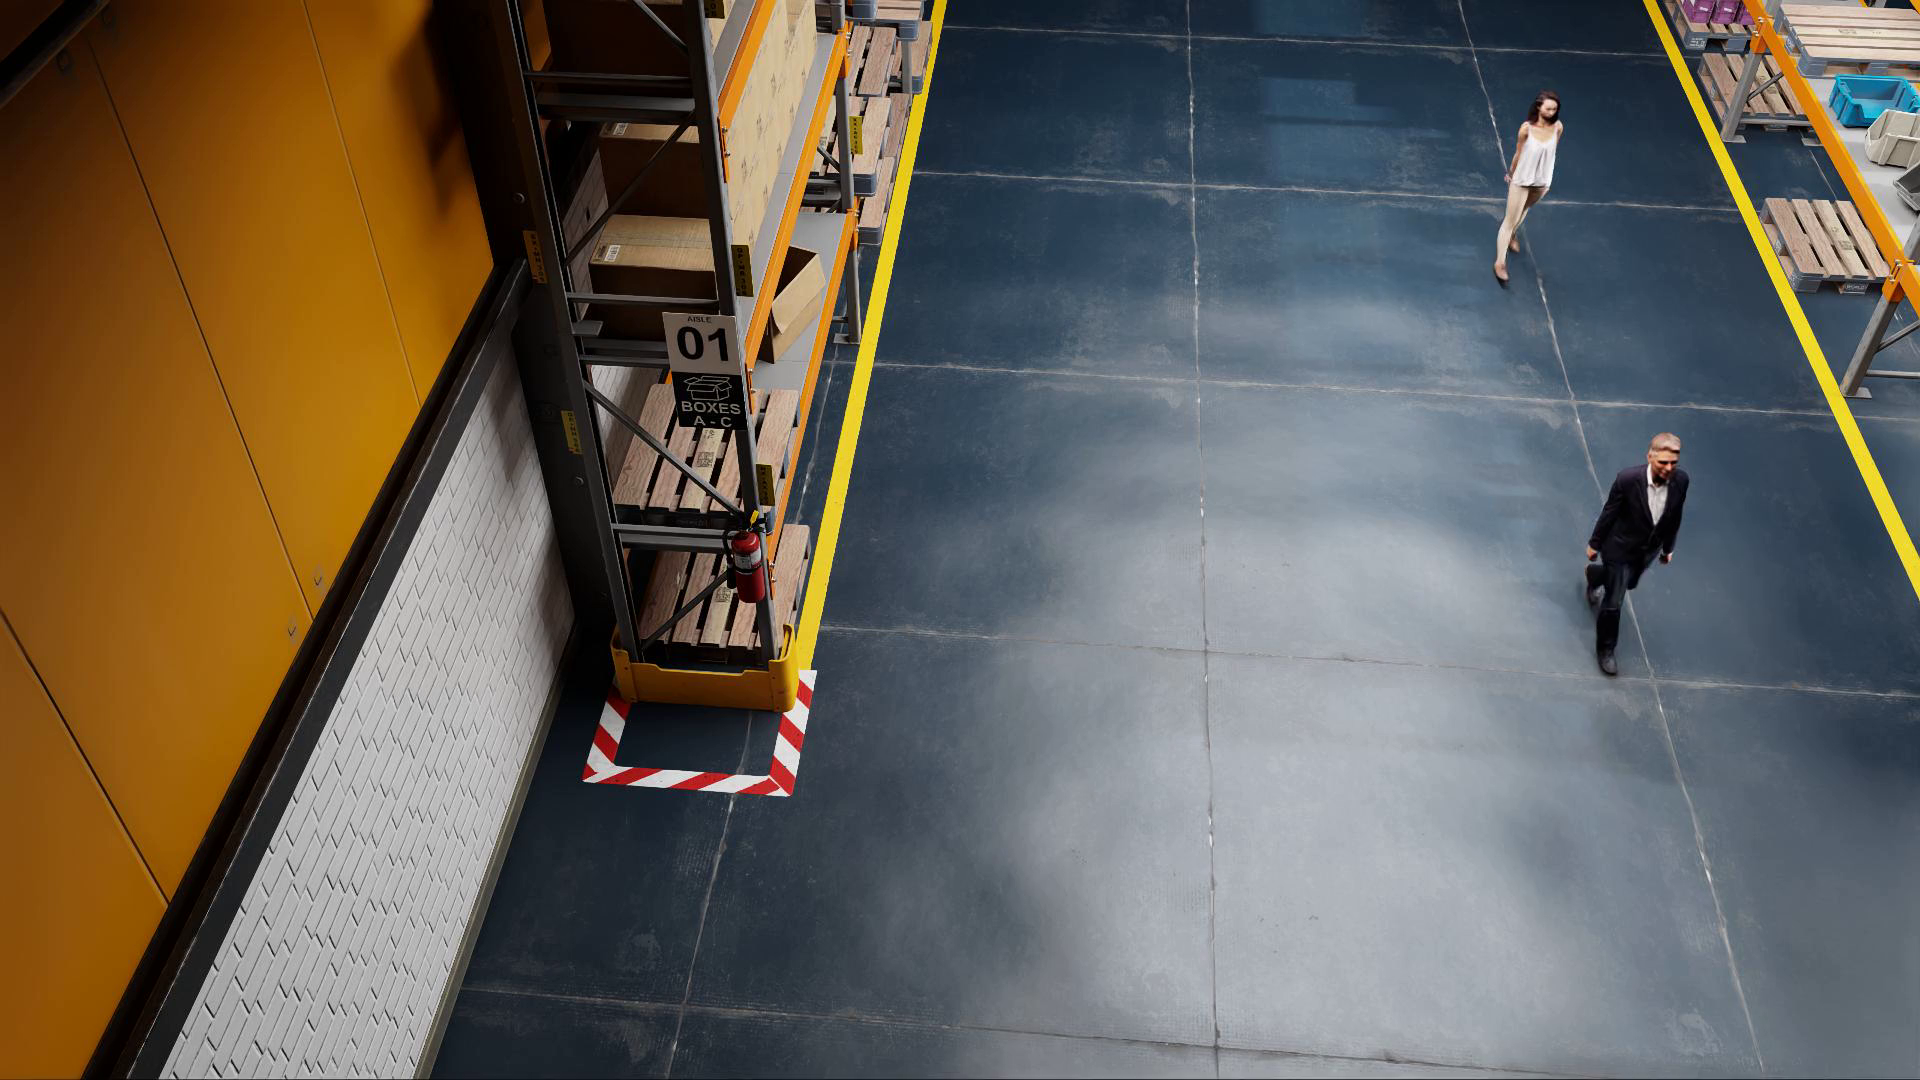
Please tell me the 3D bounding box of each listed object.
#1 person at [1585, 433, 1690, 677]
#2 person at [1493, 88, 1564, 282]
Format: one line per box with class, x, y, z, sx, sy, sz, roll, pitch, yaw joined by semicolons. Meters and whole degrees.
person;4.415;-0.029;10.940;0.793;1.786;1.155;-2;44;-2
person;4.910;-2.992;14.159;0.980;1.636;0.644;3;44;3
